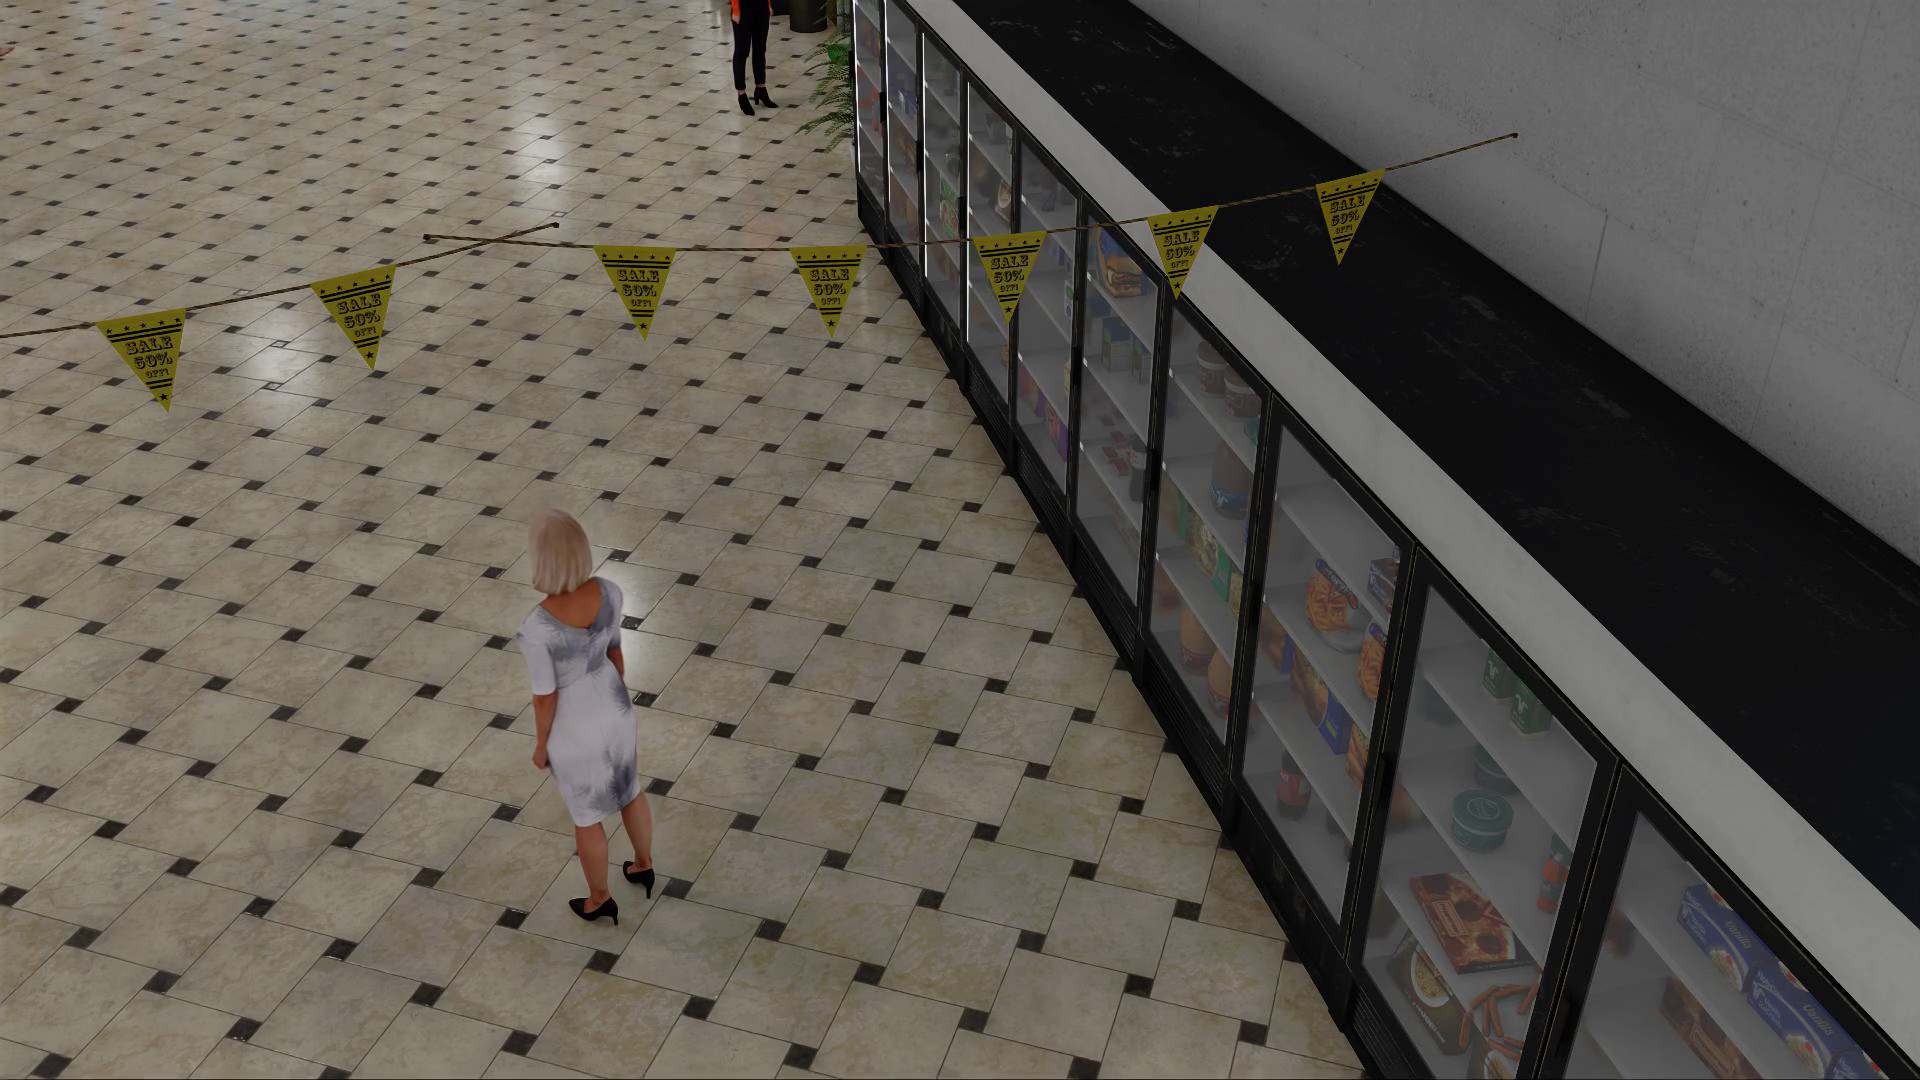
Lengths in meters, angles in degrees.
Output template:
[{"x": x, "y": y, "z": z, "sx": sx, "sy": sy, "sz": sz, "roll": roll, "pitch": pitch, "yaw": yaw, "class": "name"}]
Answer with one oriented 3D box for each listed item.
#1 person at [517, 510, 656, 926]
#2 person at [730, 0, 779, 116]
[{"x": -1.324, "y": 0.652, "z": 5.943, "sx": 0.710, "sy": 1.751, "sz": 0.617, "roll": 24, "pitch": 39, "yaw": 34, "class": "person"}, {"x": -1.823, "y": -4.602, "z": 14.389, "sx": 0.769, "sy": 1.749, "sz": 0.673, "roll": 25, "pitch": 40, "yaw": 34, "class": "person"}]
